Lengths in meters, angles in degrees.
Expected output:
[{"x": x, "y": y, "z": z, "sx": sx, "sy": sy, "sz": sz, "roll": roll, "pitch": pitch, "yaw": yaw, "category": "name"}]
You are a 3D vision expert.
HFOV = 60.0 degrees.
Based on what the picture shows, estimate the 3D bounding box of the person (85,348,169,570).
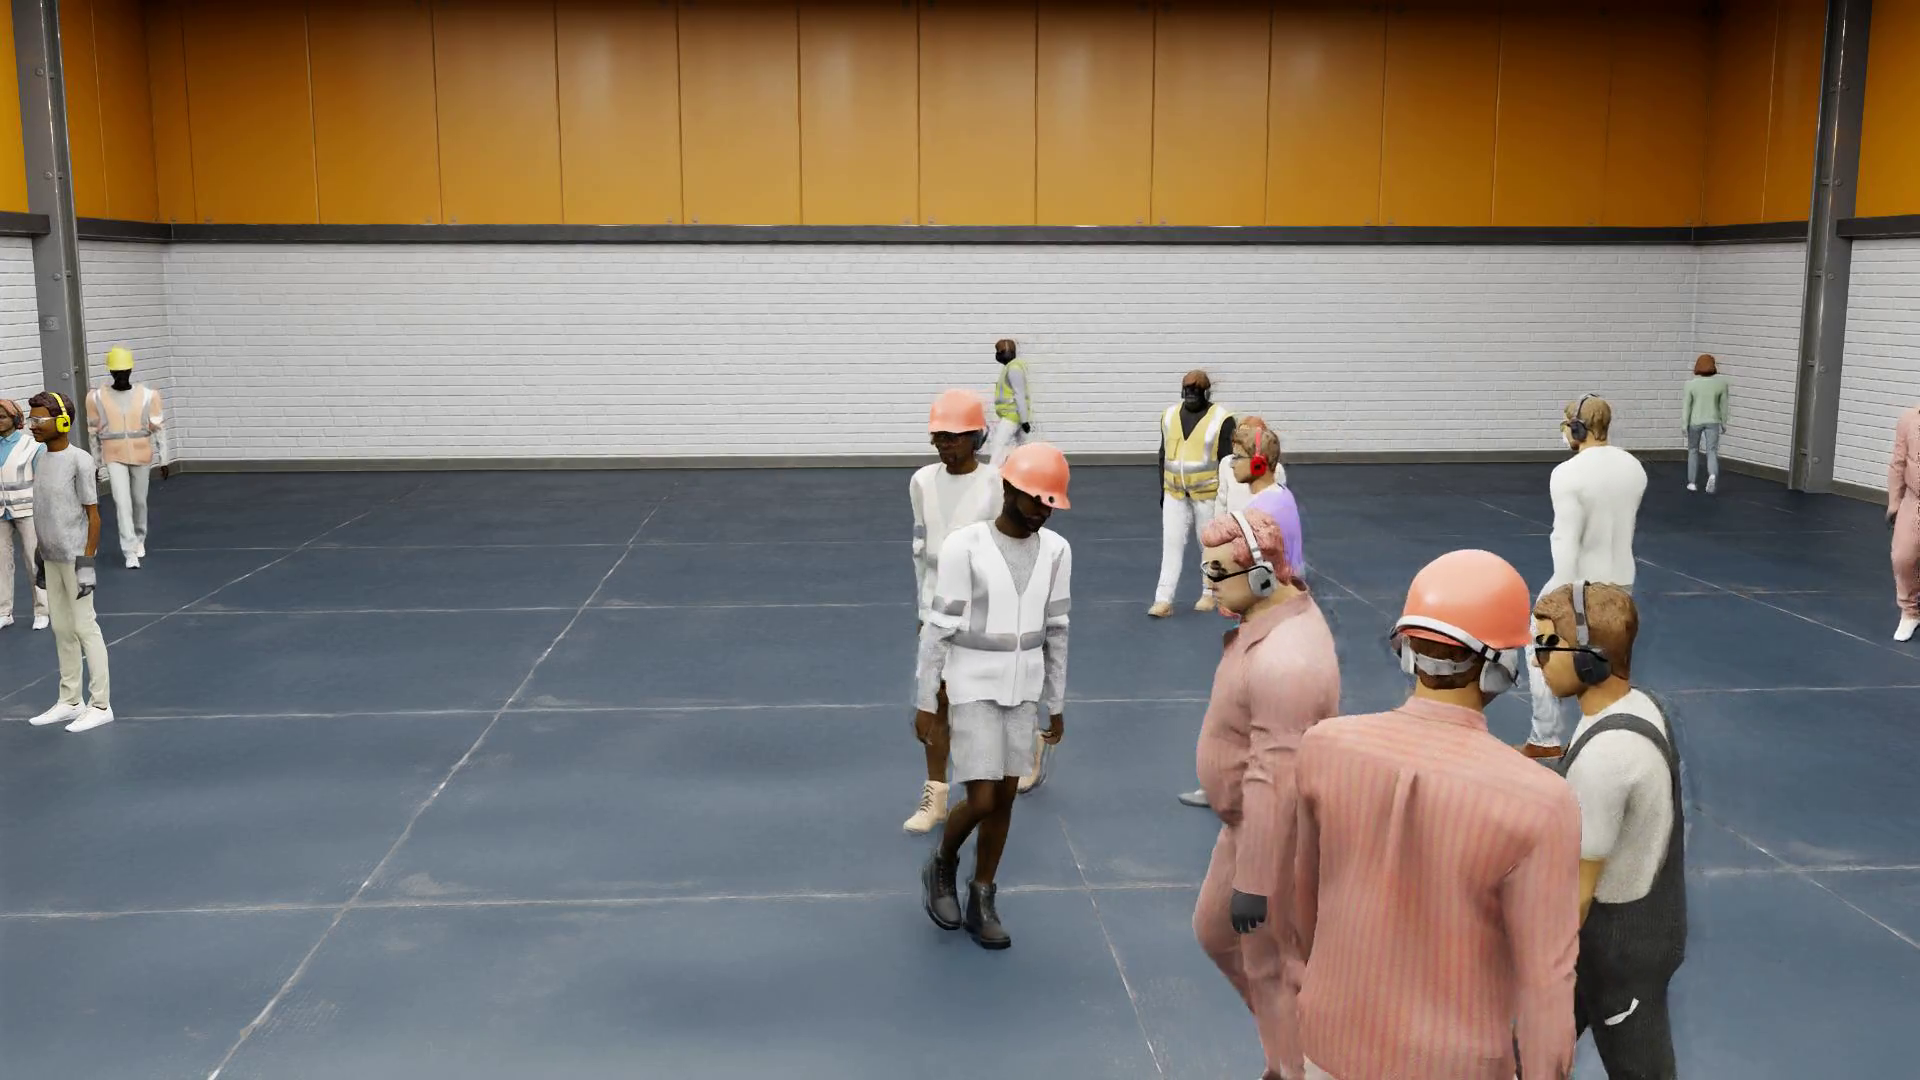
[{"x": -7.225, "y": -0.730, "z": 14.455, "sx": 0.602, "sy": 1.885, "sz": 0.971, "roll": -5, "pitch": 10, "yaw": -30, "category": "person"}]

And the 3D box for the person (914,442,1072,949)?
[{"x": 0.147, "y": 0.584, "z": 6.138, "sx": 0.629, "sy": 1.896, "sz": 0.468, "roll": -5, "pitch": 10, "yaw": -28, "category": "person"}]

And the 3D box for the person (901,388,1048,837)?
[{"x": 0.087, "y": 0.295, "z": 7.633, "sx": 0.616, "sy": 2.016, "sz": 0.916, "roll": 6, "pitch": 11, "yaw": 34, "category": "person"}]

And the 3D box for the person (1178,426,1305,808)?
[{"x": 1.450, "y": 0.374, "z": 7.684, "sx": 0.759, "sy": 1.819, "sz": 0.576, "roll": 3, "pitch": 9, "yaw": 17, "category": "person"}]

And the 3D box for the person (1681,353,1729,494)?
[{"x": 8.547, "y": -1.335, "z": 19.091, "sx": 0.504, "sy": 1.611, "sz": 0.740, "roll": 3, "pitch": 9, "yaw": 16, "category": "person"}]

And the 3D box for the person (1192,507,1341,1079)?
[{"x": 0.857, "y": 0.830, "z": 4.678, "sx": 0.422, "sy": 1.870, "sz": 0.724, "roll": 1, "pitch": 9, "yaw": 8, "category": "person"}]

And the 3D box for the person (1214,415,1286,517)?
[{"x": 1.894, "y": -0.007, "z": 10.713, "sx": 0.515, "sy": 1.616, "sz": 0.516, "roll": -8, "pitch": 12, "yaw": -41, "category": "person"}]

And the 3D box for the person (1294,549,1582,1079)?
[{"x": 0.954, "y": 0.993, "z": 3.362, "sx": 0.650, "sy": 1.965, "sz": 0.726, "roll": 7, "pitch": 12, "yaw": 38, "category": "person"}]

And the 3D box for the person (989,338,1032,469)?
[{"x": 0.669, "y": -1.432, "z": 19.182, "sx": 1.015, "sy": 1.796, "sz": 0.642, "roll": 0, "pitch": 9, "yaw": 2, "category": "person"}]

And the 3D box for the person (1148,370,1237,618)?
[{"x": 1.703, "y": -0.335, "z": 12.197, "sx": 0.651, "sy": 1.807, "sz": 0.792, "roll": 6, "pitch": 11, "yaw": 31, "category": "person"}]

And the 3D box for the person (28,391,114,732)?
[{"x": -4.938, "y": 0.122, "z": 9.159, "sx": 0.510, "sy": 1.862, "sz": 0.328, "roll": 5, "pitch": 10, "yaw": 28, "category": "person"}]

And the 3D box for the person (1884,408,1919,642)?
[{"x": 6.593, "y": -0.206, "z": 11.182, "sx": 0.685, "sy": 1.882, "sz": 0.552, "roll": 8, "pitch": 12, "yaw": 40, "category": "person"}]

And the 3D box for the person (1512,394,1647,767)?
[{"x": 3.093, "y": 0.226, "z": 8.334, "sx": 0.633, "sy": 1.913, "sz": 0.699, "roll": -4, "pitch": 10, "yaw": -24, "category": "person"}]

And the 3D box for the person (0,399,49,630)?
[{"x": -6.660, "y": -0.175, "z": 11.708, "sx": 0.514, "sy": 1.642, "sz": 0.310, "roll": -1, "pitch": 9, "yaw": -6, "category": "person"}]

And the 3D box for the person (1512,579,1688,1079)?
[{"x": 1.457, "y": 0.978, "z": 4.000, "sx": 0.985, "sy": 1.786, "sz": 0.530, "roll": 5, "pitch": 10, "yaw": 26, "category": "person"}]
